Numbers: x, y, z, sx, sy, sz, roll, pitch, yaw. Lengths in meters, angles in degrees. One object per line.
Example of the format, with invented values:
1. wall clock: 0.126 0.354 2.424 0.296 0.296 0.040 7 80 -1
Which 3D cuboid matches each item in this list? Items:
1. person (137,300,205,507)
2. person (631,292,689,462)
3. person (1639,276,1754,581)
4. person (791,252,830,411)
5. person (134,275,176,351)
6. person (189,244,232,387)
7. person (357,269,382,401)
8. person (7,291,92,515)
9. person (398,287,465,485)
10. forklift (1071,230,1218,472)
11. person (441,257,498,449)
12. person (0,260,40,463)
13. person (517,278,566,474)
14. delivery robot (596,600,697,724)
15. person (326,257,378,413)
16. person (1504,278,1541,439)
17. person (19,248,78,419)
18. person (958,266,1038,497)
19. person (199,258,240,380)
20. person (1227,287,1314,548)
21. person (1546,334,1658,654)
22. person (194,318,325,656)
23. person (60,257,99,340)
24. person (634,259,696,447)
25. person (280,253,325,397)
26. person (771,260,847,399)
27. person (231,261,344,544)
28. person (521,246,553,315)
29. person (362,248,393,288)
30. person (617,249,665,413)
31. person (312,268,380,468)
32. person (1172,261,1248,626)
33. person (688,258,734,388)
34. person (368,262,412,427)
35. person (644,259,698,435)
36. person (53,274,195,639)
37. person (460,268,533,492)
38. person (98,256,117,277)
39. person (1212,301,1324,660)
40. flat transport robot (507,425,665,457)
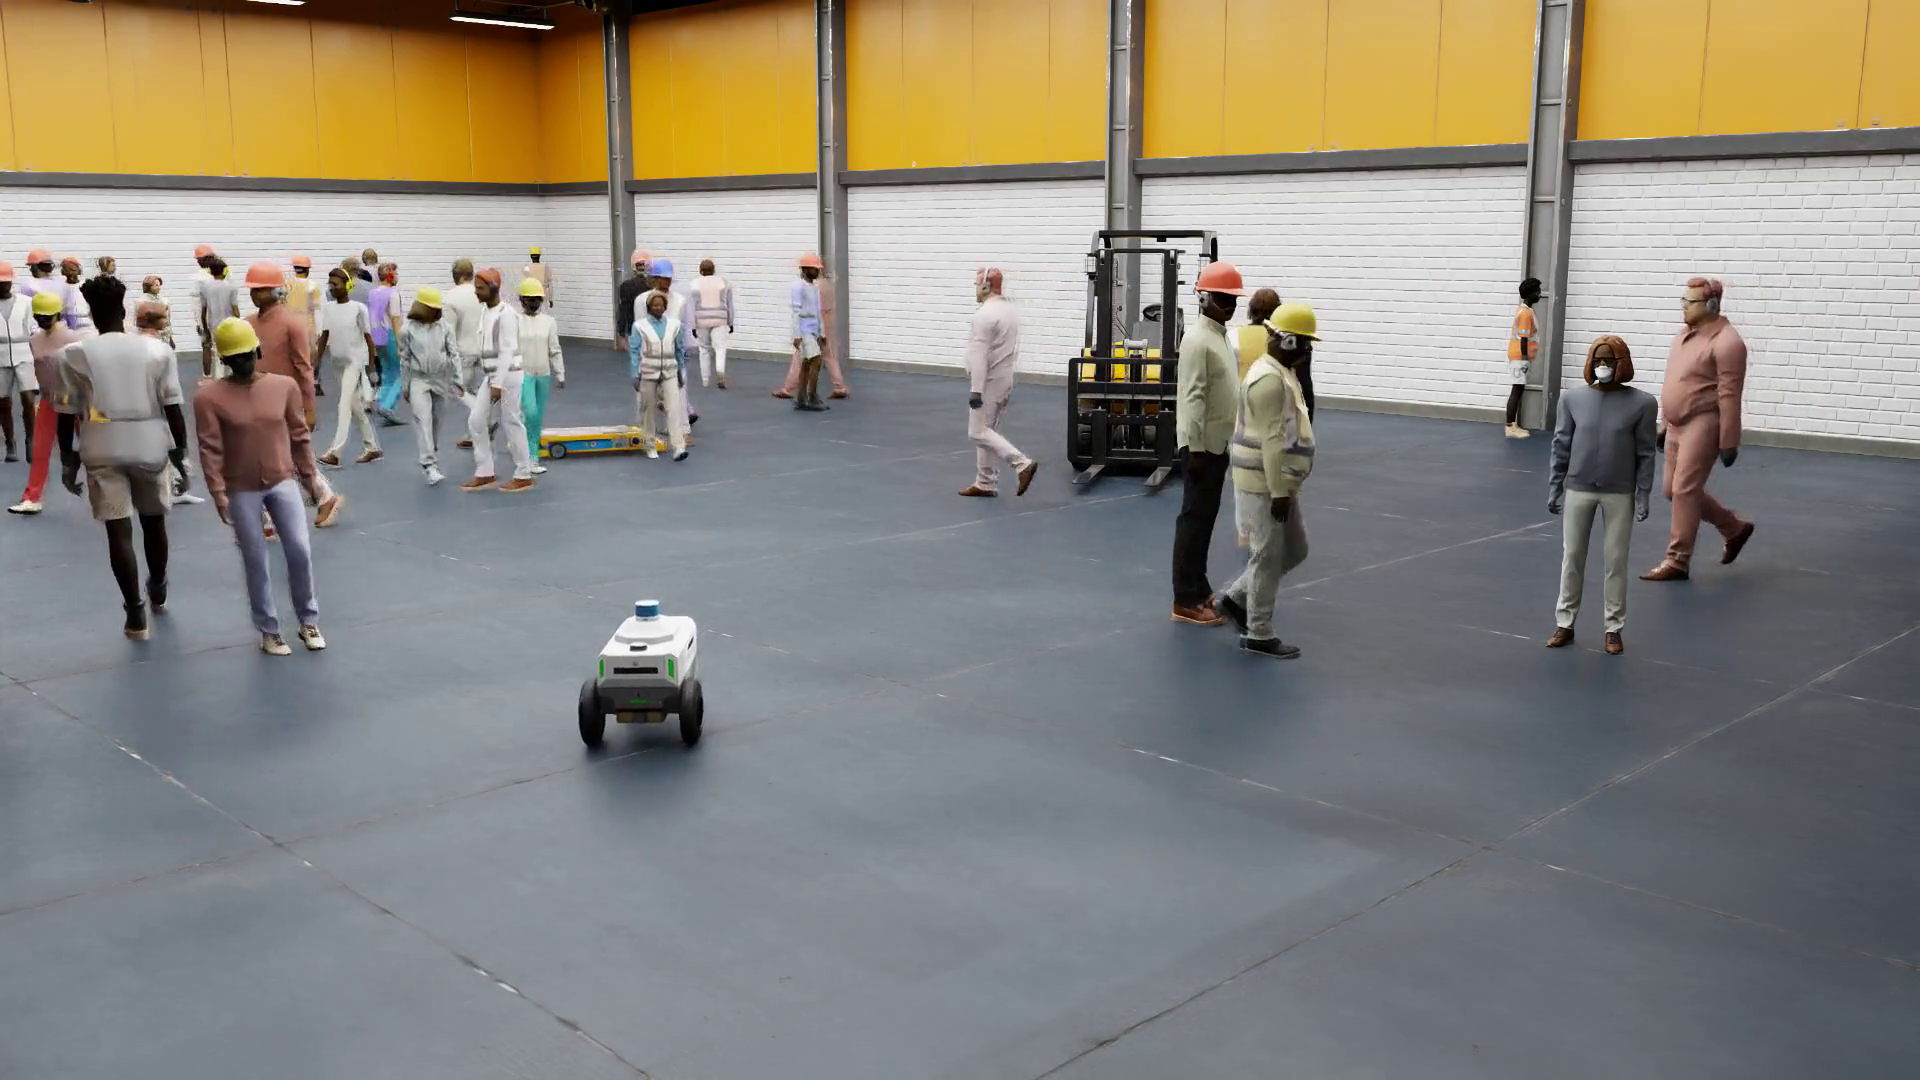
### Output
1. person: -6.267 -1.064 13.077 0.451 1.630 0.548 -4 11 -19
2. person: -2.825 -1.524 15.650 0.546 1.590 0.849 -5 12 -25
3. person: 4.610 -0.680 10.267 0.694 1.887 0.646 -1 10 -3
4. person: -1.739 -2.510 20.152 0.649 1.919 0.570 4 11 19
5. person: -9.972 -2.453 20.625 0.307 1.637 0.521 4 11 21
6. person: -10.360 -3.104 23.133 0.873 2.019 0.637 10 14 43
7. person: -7.680 -2.647 21.518 0.532 1.696 0.319 3 11 16
8. person: -6.927 -1.056 12.813 0.522 1.707 0.877 2 11 12
9. person: -4.588 -1.341 14.426 0.488 1.684 0.870 -9 14 -40
10. forklift: 1.804 -1.825 15.677 1.214 2.155 2.313 2 11 13
11. person: -4.800 -1.823 16.413 0.651 1.924 0.635 7 13 35
12. person: -8.868 -1.652 15.523 0.557 1.901 0.772 -6 12 -29
13. person: -3.777 -1.457 14.860 0.553 1.745 0.553 10 14 43
14. delivery robot: -1.346 0.504 7.193 0.477 0.478 0.707 0 10 -2
15. person: -7.332 -2.487 20.184 0.625 1.883 1.062 -3 11 -18
16. person: 5.937 -1.913 17.539 0.320 1.689 0.525 3 11 17
17. person: -10.295 -2.286 18.774 1.056 1.991 0.615 3 11 17
18. person: 0.298 -1.251 13.389 0.644 1.884 0.652 3 11 18
19. person: -9.180 -2.588 20.777 0.577 1.845 0.563 0 10 1
20. person: 1.995 -0.766 10.997 0.641 1.796 0.952 3 11 14
21. person: 3.281 -0.234 8.531 0.507 1.633 0.276 6 12 29
22. person: -3.502 -0.248 8.343 0.571 1.729 0.461 -7 13 -35
23. person: -10.810 -2.525 20.376 0.615 1.865 0.470 -5 12 -25
24. person: -3.077 -1.921 17.012 0.631 1.905 0.995 -8 13 -37
25. person: -8.593 -2.776 21.680 0.554 1.906 0.937 -1 10 -5
26. person: -1.932 -2.748 21.658 1.019 1.853 0.652 4 11 20
27. person: -4.799 -0.994 11.780 0.623 1.960 0.978 6 12 30
28. person: -8.001 -4.585 31.464 0.593 1.923 0.373 -5 12 -26
29. person: -8.841 -3.423 25.090 0.373 1.940 0.630 9 14 41
30. person: -3.724 -2.460 19.751 0.651 1.973 0.594 -5 12 -27
31. person: -5.737 -1.573 15.340 0.519 1.817 0.954 5 12 27
32. person: 1.382 -0.535 9.193 0.391 1.990 0.622 4 11 21
33. person: -3.476 -3.025 23.273 0.629 1.814 0.828 -1 10 -8
34. person: -6.345 -2.166 18.521 0.607 1.828 0.448 10 14 43
35. person: -3.132 -2.052 17.779 0.436 1.877 0.667 2 11 13
36. person: -4.552 -0.467 9.035 0.631 1.911 0.972 -7 12 -33
37. person: -3.870 -1.295 13.698 0.723 1.857 0.605 -9 14 -41
38. person: -12.819 -3.325 24.868 0.533 1.833 0.523 -5 12 -26
39. person: 1.575 -0.298 8.418 0.450 1.807 0.601 4 11 21
40. flat transport robot: -3.667 -0.975 16.291 1.431 0.197 0.652 -4 11 -22
